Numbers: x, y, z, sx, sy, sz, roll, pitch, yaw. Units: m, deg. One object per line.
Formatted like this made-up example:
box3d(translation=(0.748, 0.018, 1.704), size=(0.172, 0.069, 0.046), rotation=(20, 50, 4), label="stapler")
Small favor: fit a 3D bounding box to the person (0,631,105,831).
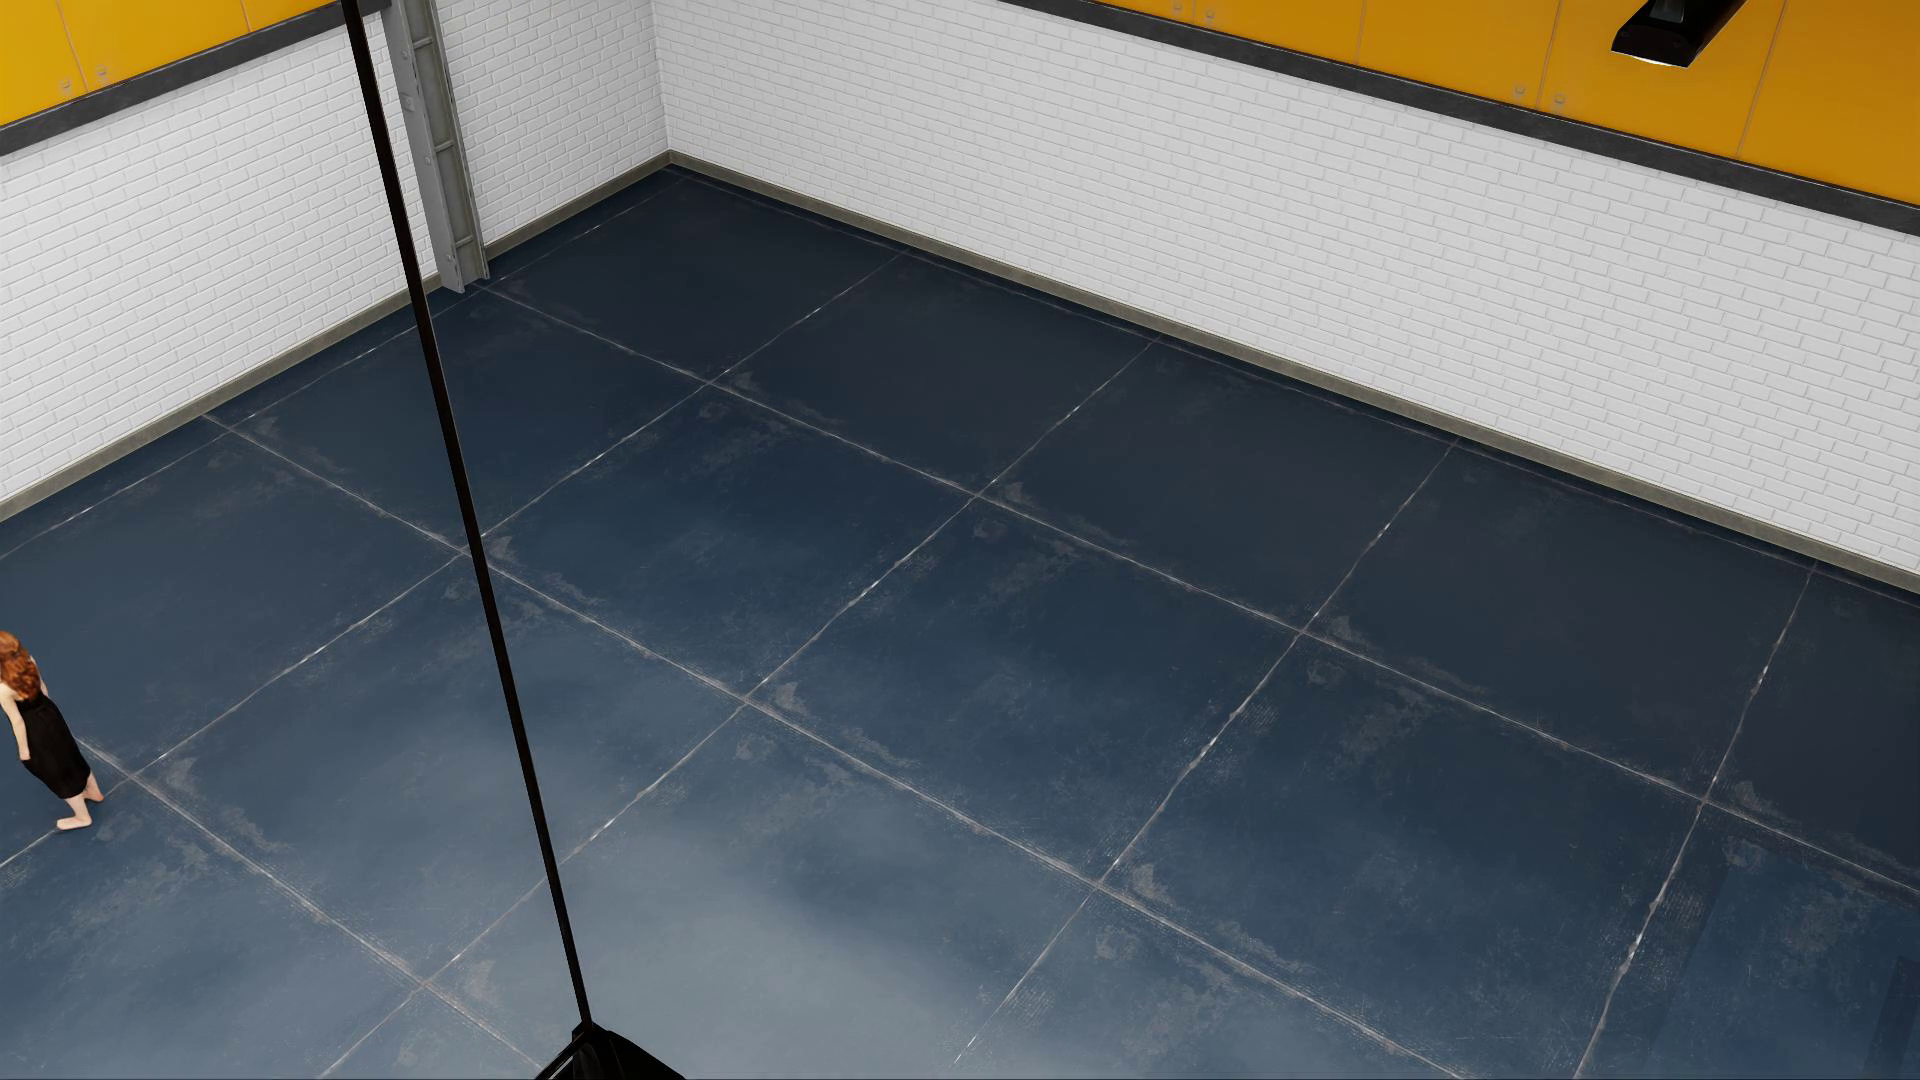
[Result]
box3d(translation=(-5.906, 1.213, 10.690), size=(0.742, 1.624, 0.660), rotation=(1, 39, 1), label="person")
